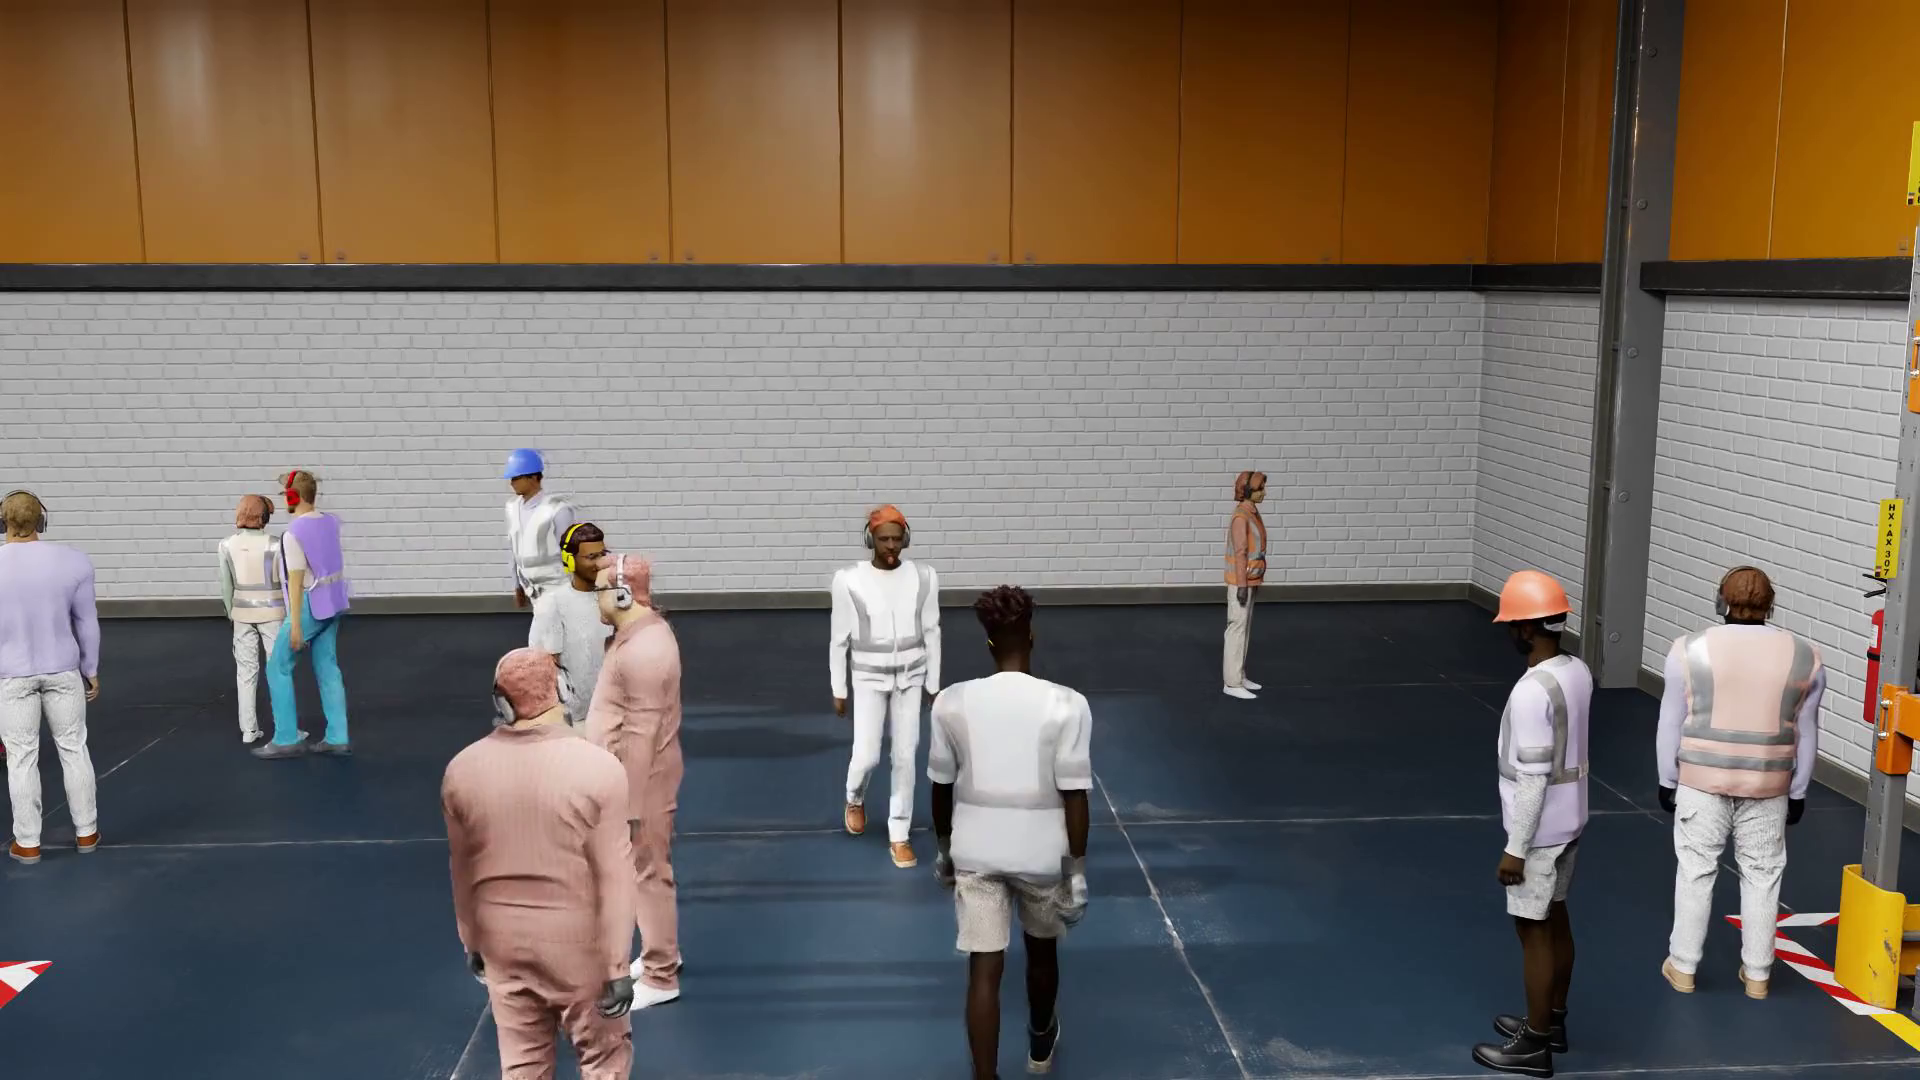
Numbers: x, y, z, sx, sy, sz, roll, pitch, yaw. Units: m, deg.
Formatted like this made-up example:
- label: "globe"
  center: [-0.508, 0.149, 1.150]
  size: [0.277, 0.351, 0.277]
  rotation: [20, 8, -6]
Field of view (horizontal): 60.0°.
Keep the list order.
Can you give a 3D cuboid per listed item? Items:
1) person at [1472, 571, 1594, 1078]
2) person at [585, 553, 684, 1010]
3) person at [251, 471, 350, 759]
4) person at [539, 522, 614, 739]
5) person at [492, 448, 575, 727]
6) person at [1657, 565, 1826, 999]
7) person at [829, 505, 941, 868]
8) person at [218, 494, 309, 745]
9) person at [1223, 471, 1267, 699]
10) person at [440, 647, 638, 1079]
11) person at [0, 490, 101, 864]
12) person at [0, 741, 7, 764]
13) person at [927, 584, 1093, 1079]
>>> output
- label: "person"
  center: [2.174, 1.074, 6.330]
  size: [0.385, 1.927, 0.546]
  rotation: [7, 11, 37]
- label: "person"
  center: [-1.353, 1.000, 6.927]
  size: [0.395, 1.896, 0.652]
  rotation: [-2, 9, -12]
- label: "person"
  center: [-4.183, 0.471, 10.446]
  size: [0.692, 1.819, 0.592]
  rotation: [1, 9, 8]
- label: "person"
  center: [-1.783, 0.840, 7.993]
  size: [0.335, 1.868, 0.520]
  rotation: [5, 10, 29]
- label: "person"
  center: [-2.799, 0.288, 11.423]
  size: [0.620, 1.892, 1.046]
  rotation: [7, 11, 38]
- label: "person"
  center: [3.251, 1.017, 6.995]
  size: [0.615, 1.835, 0.428]
  rotation: [3, 9, 15]
- label: "person"
  center: [-0.388, 0.736, 8.643]
  size: [0.580, 1.872, 0.543]
  rotation: [-3, 10, -18]
- label: "person"
  center: [-4.500, 0.519, 10.724]
  size: [0.511, 1.638, 0.307]
  rotation: [1, 9, 6]
- label: "person"
  center: [2.055, 0.315, 12.003]
  size: [0.310, 1.636, 0.522]
  rotation: [3, 10, 18]
- label: "person"
  center: [-1.310, 1.275, 5.248]
  size: [0.673, 1.870, 0.468]
  rotation: [2, 9, 13]
- label: "person"
  center: [-4.787, 0.705, 8.607]
  size: [0.629, 1.940, 0.376]
  rotation: [-6, 11, -35]
- label: "person"
  center: [-6.055, 0.582, 10.004]
  size: [0.526, 1.741, 0.774]
  rotation: [5, 10, 30]
- label: "person"
  center: [0.190, 1.118, 6.083]
  size: [0.620, 1.905, 0.977]
  rotation: [2, 9, 10]
